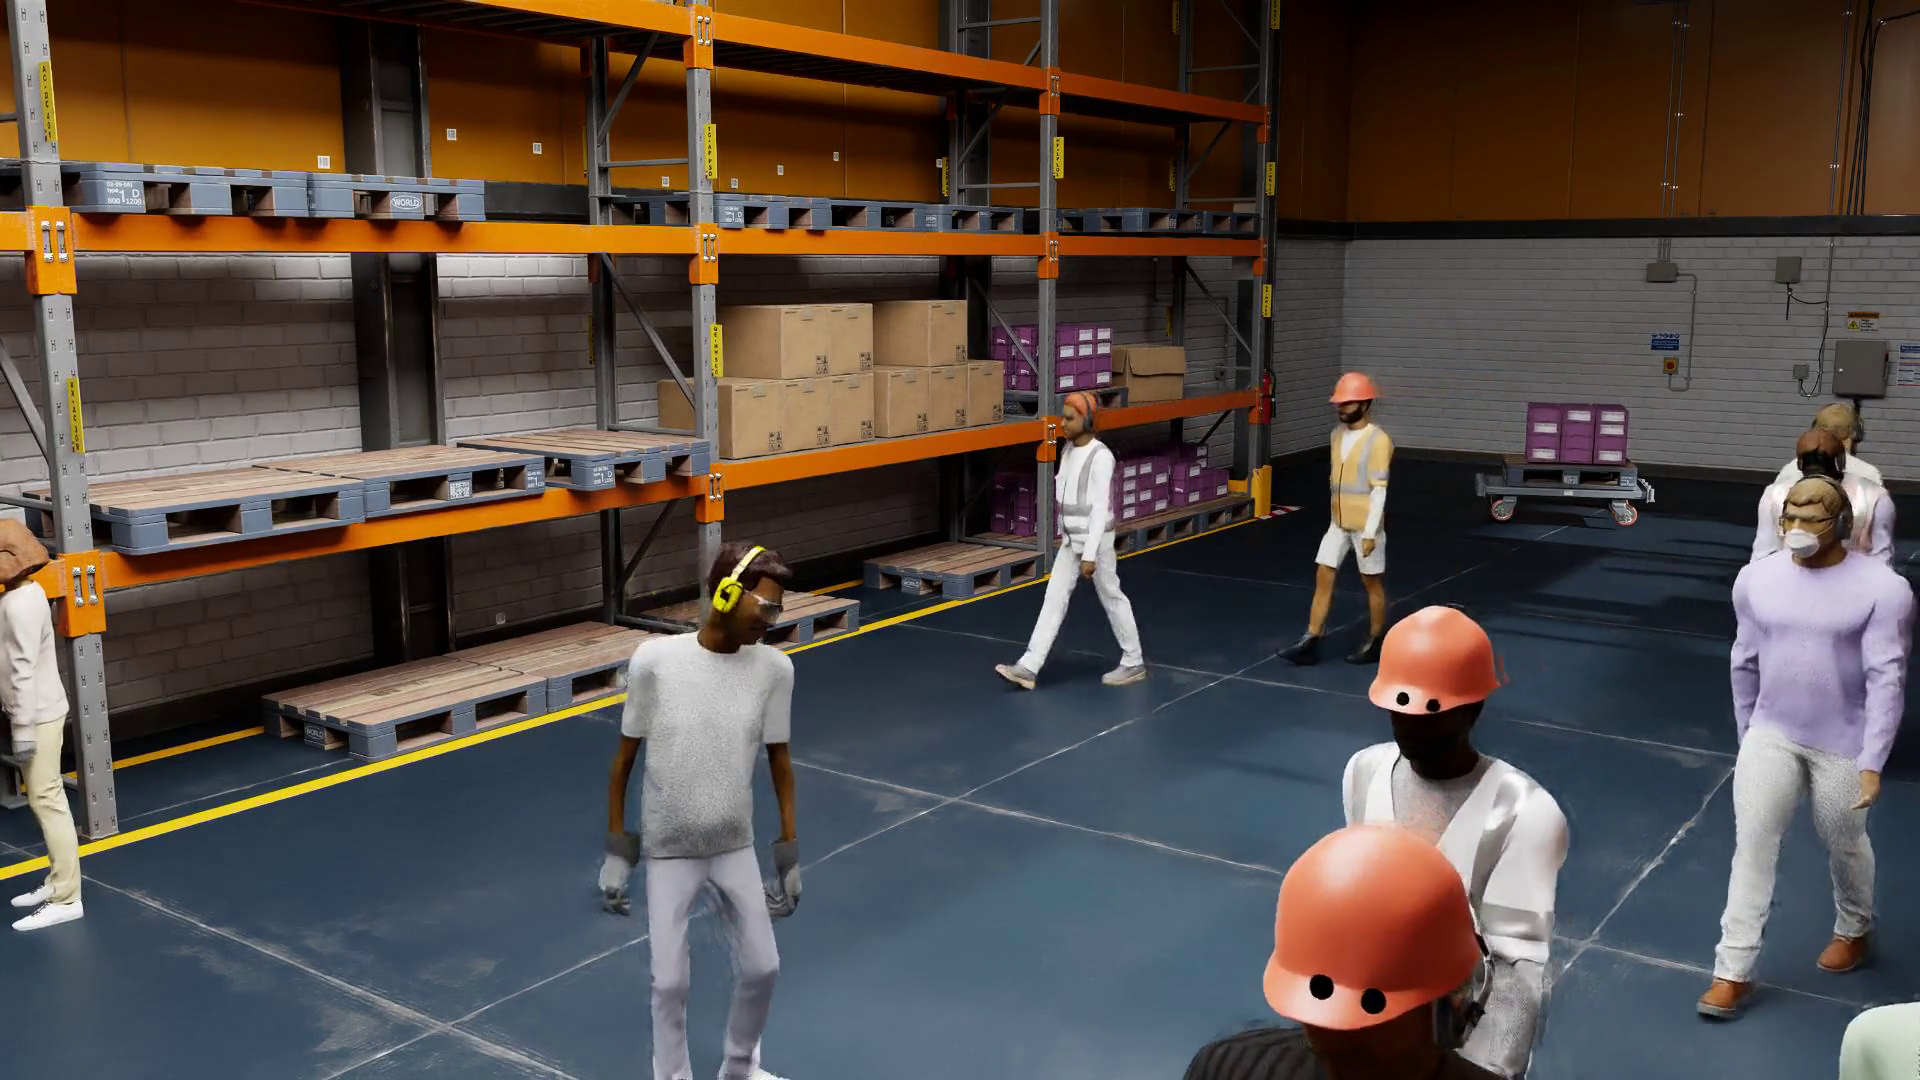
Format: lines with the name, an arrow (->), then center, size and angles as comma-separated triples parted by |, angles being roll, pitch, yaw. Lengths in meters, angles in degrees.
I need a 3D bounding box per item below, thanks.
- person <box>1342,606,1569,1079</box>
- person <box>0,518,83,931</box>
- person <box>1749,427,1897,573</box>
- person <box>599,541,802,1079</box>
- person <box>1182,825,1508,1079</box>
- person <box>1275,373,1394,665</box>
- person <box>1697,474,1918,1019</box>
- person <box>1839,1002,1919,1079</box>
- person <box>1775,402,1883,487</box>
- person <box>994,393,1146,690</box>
person -> 0.961, 1.087, 3.535 | 0.547, 1.908, 0.724 | 9, 13, 44
person -> -3.694, 0.717, 6.603 | 0.278, 1.626, 0.500 | -6, 11, -32
person -> 4.299, 0.335, 8.341 | 0.545, 1.812, 0.649 | -9, 13, -43
person -> -0.739, 0.912, 4.855 | 0.647, 1.833, 0.362 | -4, 10, -21
person -> 0.530, 1.302, 2.189 | 0.597, 1.923, 1.079 | 8, 12, 38
person -> 2.427, -0.105, 10.652 | 0.875, 1.905, 0.570 | -5, 11, -29
person -> 3.026, 0.701, 5.915 | 1.014, 1.897, 0.630 | -9, 13, -43
person -> 1.721, 1.364, 2.808 | 0.499, 1.607, 0.633 | 6, 11, 30
person -> 4.443, 0.244, 8.621 | 0.530, 1.895, 0.661 | -4, 10, -20
person -> 0.728, 0.023, 10.116 | 1.038, 1.825, 0.594 | -4, 10, -24
